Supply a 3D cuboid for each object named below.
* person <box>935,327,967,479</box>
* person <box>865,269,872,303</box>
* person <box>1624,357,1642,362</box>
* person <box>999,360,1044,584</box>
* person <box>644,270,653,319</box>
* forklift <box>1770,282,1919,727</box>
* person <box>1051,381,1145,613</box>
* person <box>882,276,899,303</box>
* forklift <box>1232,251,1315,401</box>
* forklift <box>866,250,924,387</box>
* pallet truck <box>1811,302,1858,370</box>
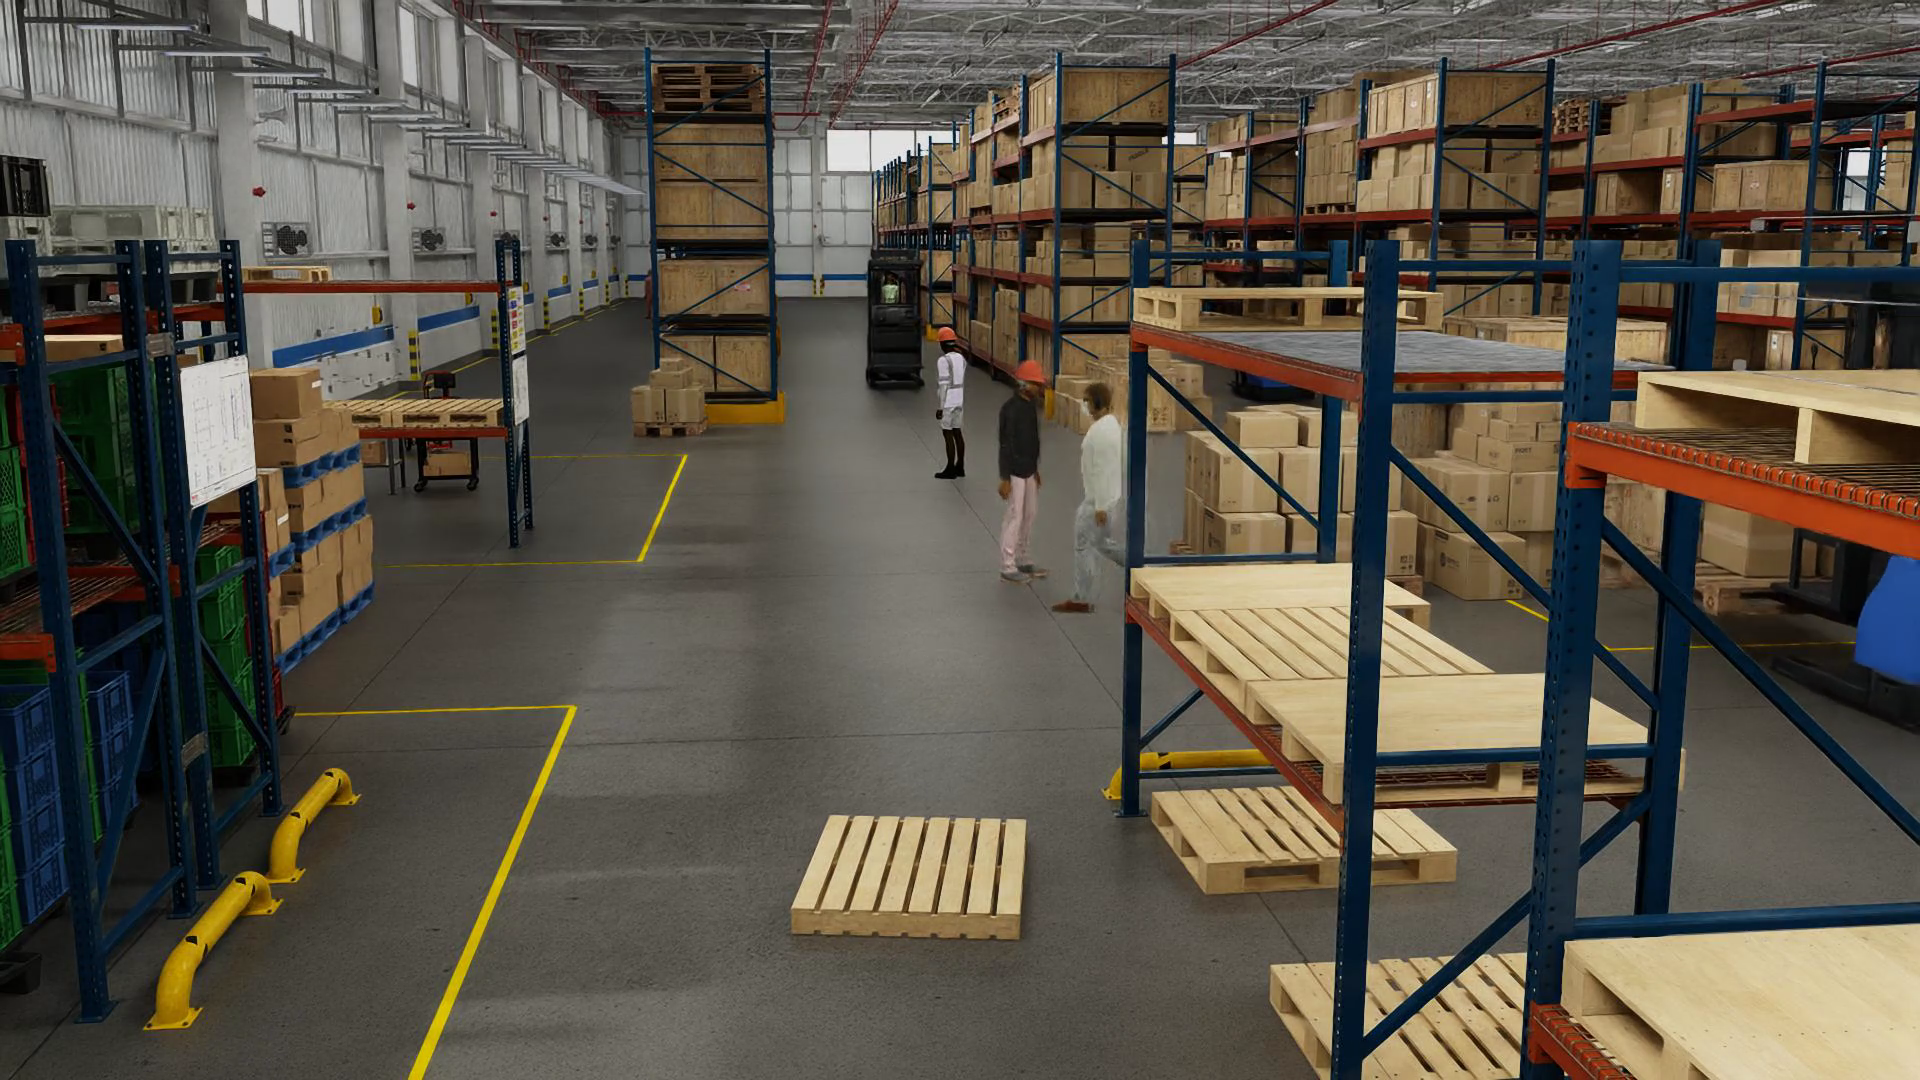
[{"bbox_3d":[-0.148,-1.744,21.222,0.377,1.932,0.548,6,12,32],"label":"person"},{"bbox_3d":[-4.245,-11.928,78.274,0.493,1.715,0.524,10,14,43],"label":"person"},{"bbox_3d":[7.215,-1.081,17.946,0.958,1.803,0.621,-6,12,-29],"label":"person"},{"bbox_3d":[0.543,-0.610,14.775,0.404,1.989,0.657,4,11,21],"label":"person"},{"bbox_3d":[-11.978,-9.526,64.468,0.401,1.894,0.653,8,13,39],"label":"person"},{"bbox_3d":[6.323,-0.289,10.537,1.129,2.768,1.873,-1,10,-6],"label":"forklift"},{"bbox_3d":[1.199,-0.332,13.464,0.834,1.916,0.631,2,10,10],"label":"person"},{"bbox_3d":[-2.287,-7.755,54.774,0.567,1.845,0.389,0,10,2],"label":"person"},{"bbox_3d":[6.013,-4.090,31.598,1.129,2.768,1.873,-1,10,-6],"label":"forklift"},{"bbox_3d":[-1.394,-4.654,34.721,1.129,2.768,1.873,-1,10,-6],"label":"forklift"},{"bbox_3d":[15.846,-3.142,28.793,1.885,1.965,0.823,2,10,12],"label":"pallet truck"}]
